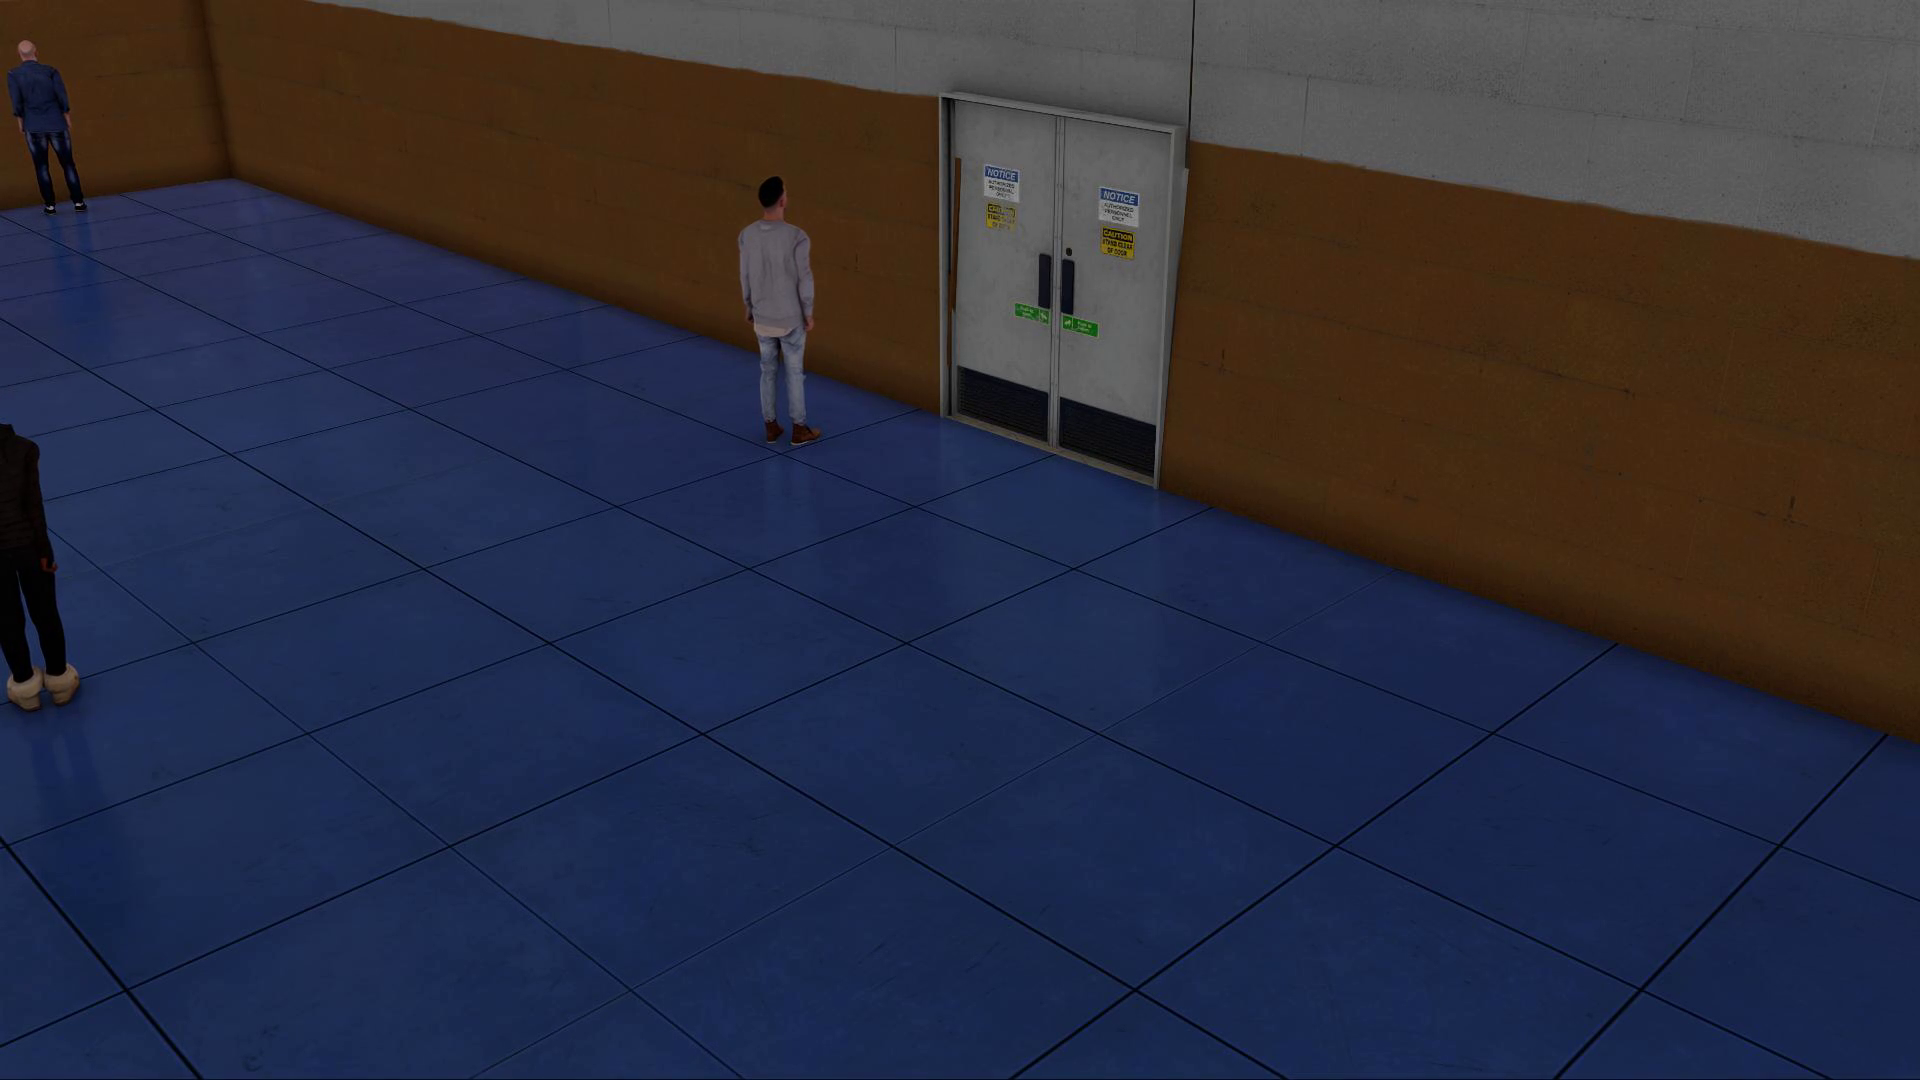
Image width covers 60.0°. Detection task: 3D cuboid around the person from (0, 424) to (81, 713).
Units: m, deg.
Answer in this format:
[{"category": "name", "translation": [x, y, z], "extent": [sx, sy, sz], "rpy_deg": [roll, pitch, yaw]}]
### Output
[{"category": "person", "translation": [-4.465, 0.054, 7.832], "extent": [0.665, 1.661, 0.597], "rpy_deg": [9, 25, 19]}]

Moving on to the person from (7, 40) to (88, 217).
[{"category": "person", "translation": [-9.817, -4.423, 17.859], "extent": [0.644, 1.825, 0.839], "rpy_deg": [-12, 26, -25]}]

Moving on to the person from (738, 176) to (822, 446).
[{"category": "person", "translation": [-1.225, -1.544, 11.262], "extent": [0.760, 1.840, 0.731], "rpy_deg": [8, 25, 18]}]
